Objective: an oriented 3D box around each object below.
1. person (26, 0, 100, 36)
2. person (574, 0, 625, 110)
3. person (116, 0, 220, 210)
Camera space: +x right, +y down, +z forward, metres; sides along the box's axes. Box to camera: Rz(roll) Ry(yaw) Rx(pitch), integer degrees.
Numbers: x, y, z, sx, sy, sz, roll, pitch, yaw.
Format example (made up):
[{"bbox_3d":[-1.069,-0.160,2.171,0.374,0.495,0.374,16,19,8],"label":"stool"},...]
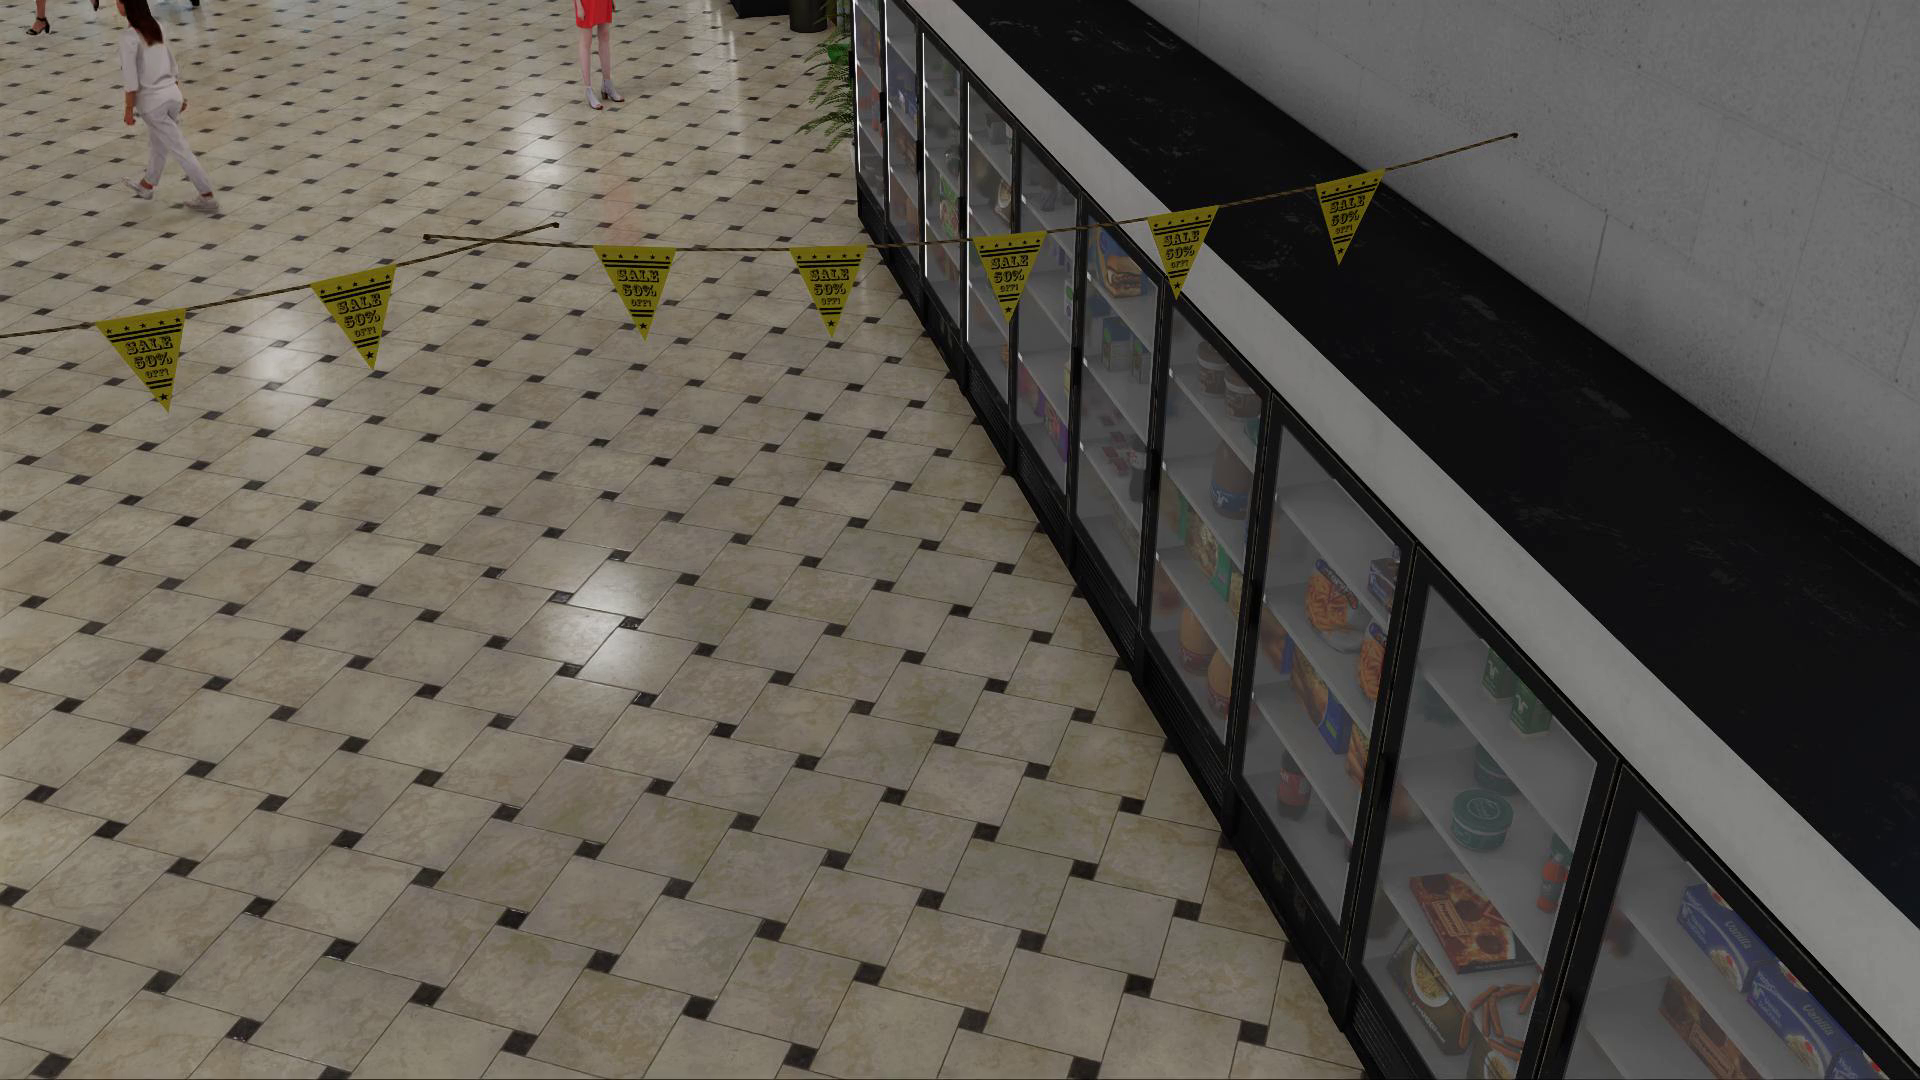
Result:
[{"bbox_3d":[-9.120,-5.976,16.544,1.138,1.806,0.917,-27,41,-36],"label":"person"},{"bbox_3d":[-3.208,-4.716,14.498,0.718,1.828,0.637,21,38,30],"label":"person"},{"bbox_3d":[-5.832,-3.216,12.253,1.113,1.653,0.882,4,32,6],"label":"person"}]
